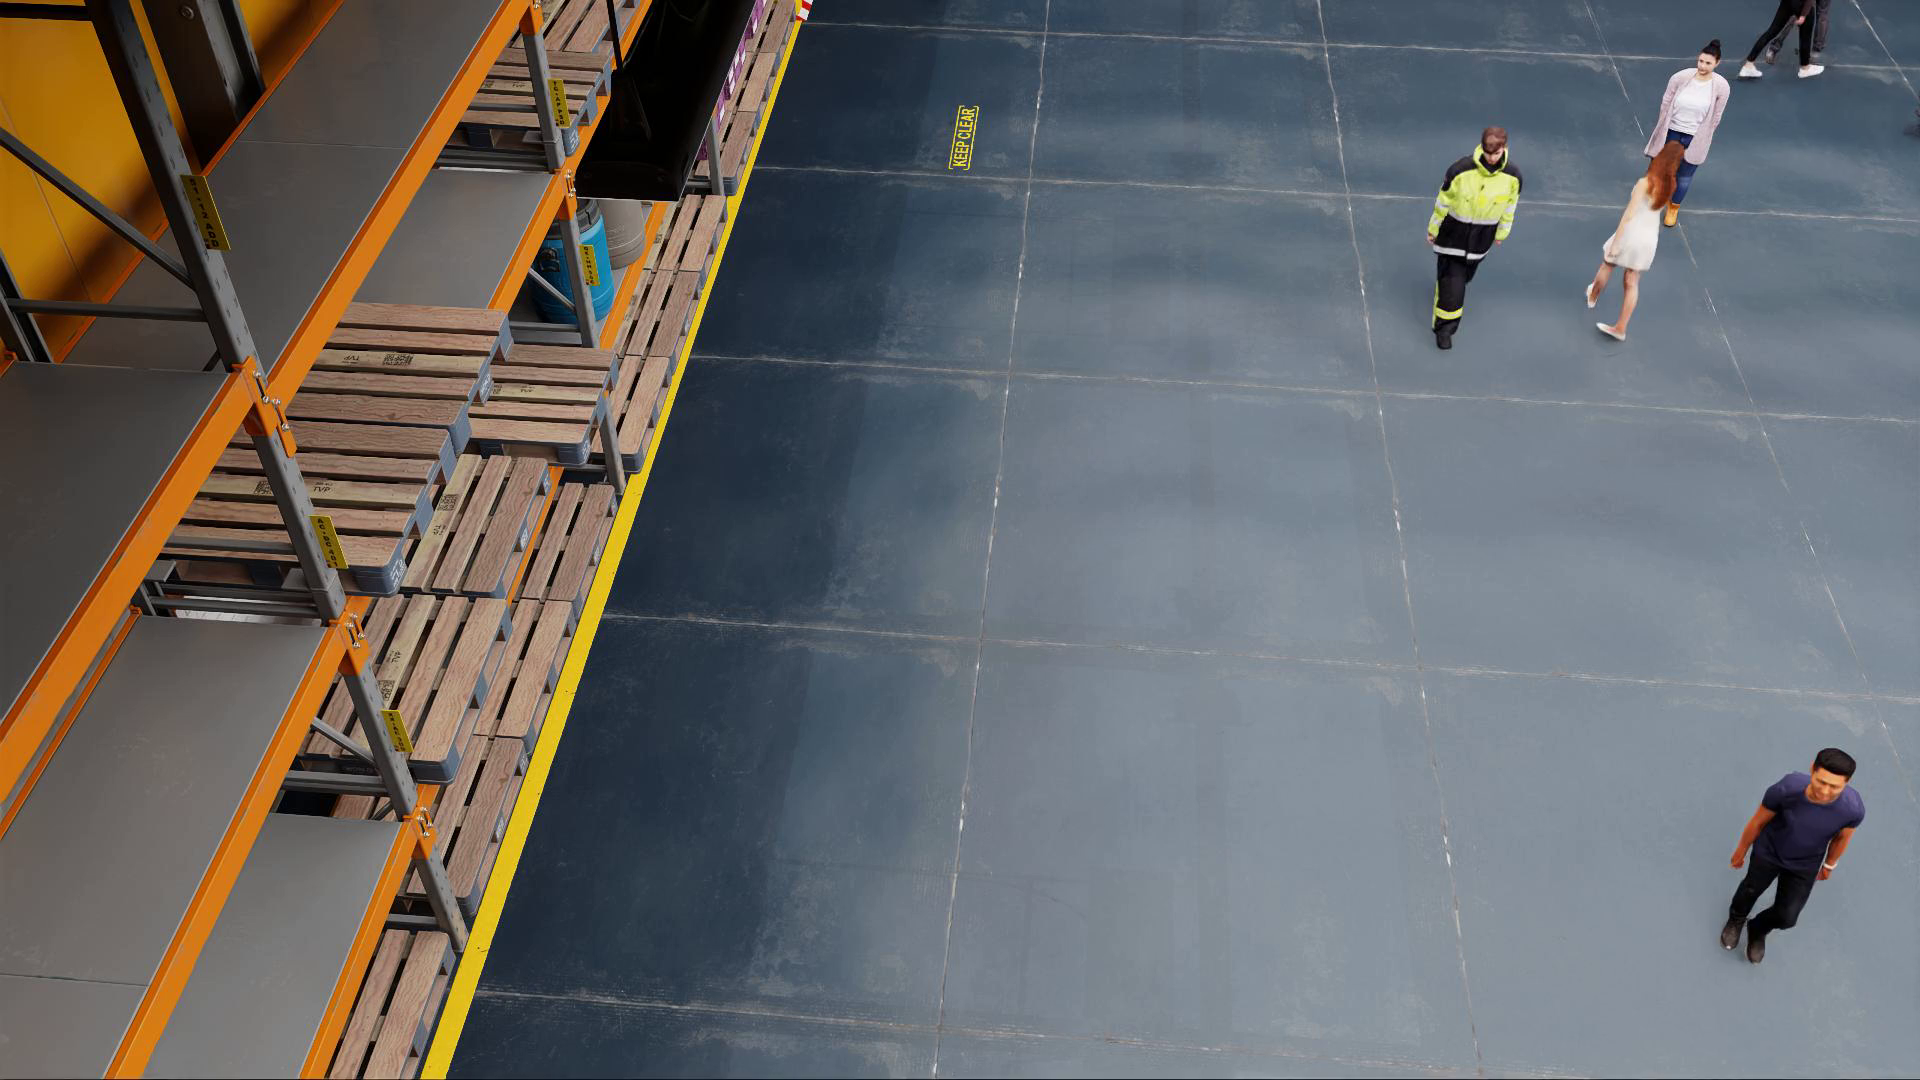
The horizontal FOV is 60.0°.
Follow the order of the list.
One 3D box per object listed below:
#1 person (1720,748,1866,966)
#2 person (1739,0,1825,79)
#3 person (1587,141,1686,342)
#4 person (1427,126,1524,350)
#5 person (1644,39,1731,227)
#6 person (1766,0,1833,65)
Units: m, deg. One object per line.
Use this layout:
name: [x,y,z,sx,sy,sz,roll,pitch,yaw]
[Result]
person: [4.588,1.675,9.199,0.756,1.776,0.748,19,47,18]
person: [8.329,-5.373,16.687,0.828,1.654,1.077,-4,44,-4]
person: [5.523,-2.395,13.555,0.760,1.663,0.988,-12,45,-12]
person: [4.130,-2.578,13.549,0.885,1.935,1.218,0,44,0]
person: [6.447,-3.628,14.790,0.783,1.743,0.779,22,48,21]
person: [8.767,-5.704,16.892,0.803,1.850,0.756,11,45,12]
